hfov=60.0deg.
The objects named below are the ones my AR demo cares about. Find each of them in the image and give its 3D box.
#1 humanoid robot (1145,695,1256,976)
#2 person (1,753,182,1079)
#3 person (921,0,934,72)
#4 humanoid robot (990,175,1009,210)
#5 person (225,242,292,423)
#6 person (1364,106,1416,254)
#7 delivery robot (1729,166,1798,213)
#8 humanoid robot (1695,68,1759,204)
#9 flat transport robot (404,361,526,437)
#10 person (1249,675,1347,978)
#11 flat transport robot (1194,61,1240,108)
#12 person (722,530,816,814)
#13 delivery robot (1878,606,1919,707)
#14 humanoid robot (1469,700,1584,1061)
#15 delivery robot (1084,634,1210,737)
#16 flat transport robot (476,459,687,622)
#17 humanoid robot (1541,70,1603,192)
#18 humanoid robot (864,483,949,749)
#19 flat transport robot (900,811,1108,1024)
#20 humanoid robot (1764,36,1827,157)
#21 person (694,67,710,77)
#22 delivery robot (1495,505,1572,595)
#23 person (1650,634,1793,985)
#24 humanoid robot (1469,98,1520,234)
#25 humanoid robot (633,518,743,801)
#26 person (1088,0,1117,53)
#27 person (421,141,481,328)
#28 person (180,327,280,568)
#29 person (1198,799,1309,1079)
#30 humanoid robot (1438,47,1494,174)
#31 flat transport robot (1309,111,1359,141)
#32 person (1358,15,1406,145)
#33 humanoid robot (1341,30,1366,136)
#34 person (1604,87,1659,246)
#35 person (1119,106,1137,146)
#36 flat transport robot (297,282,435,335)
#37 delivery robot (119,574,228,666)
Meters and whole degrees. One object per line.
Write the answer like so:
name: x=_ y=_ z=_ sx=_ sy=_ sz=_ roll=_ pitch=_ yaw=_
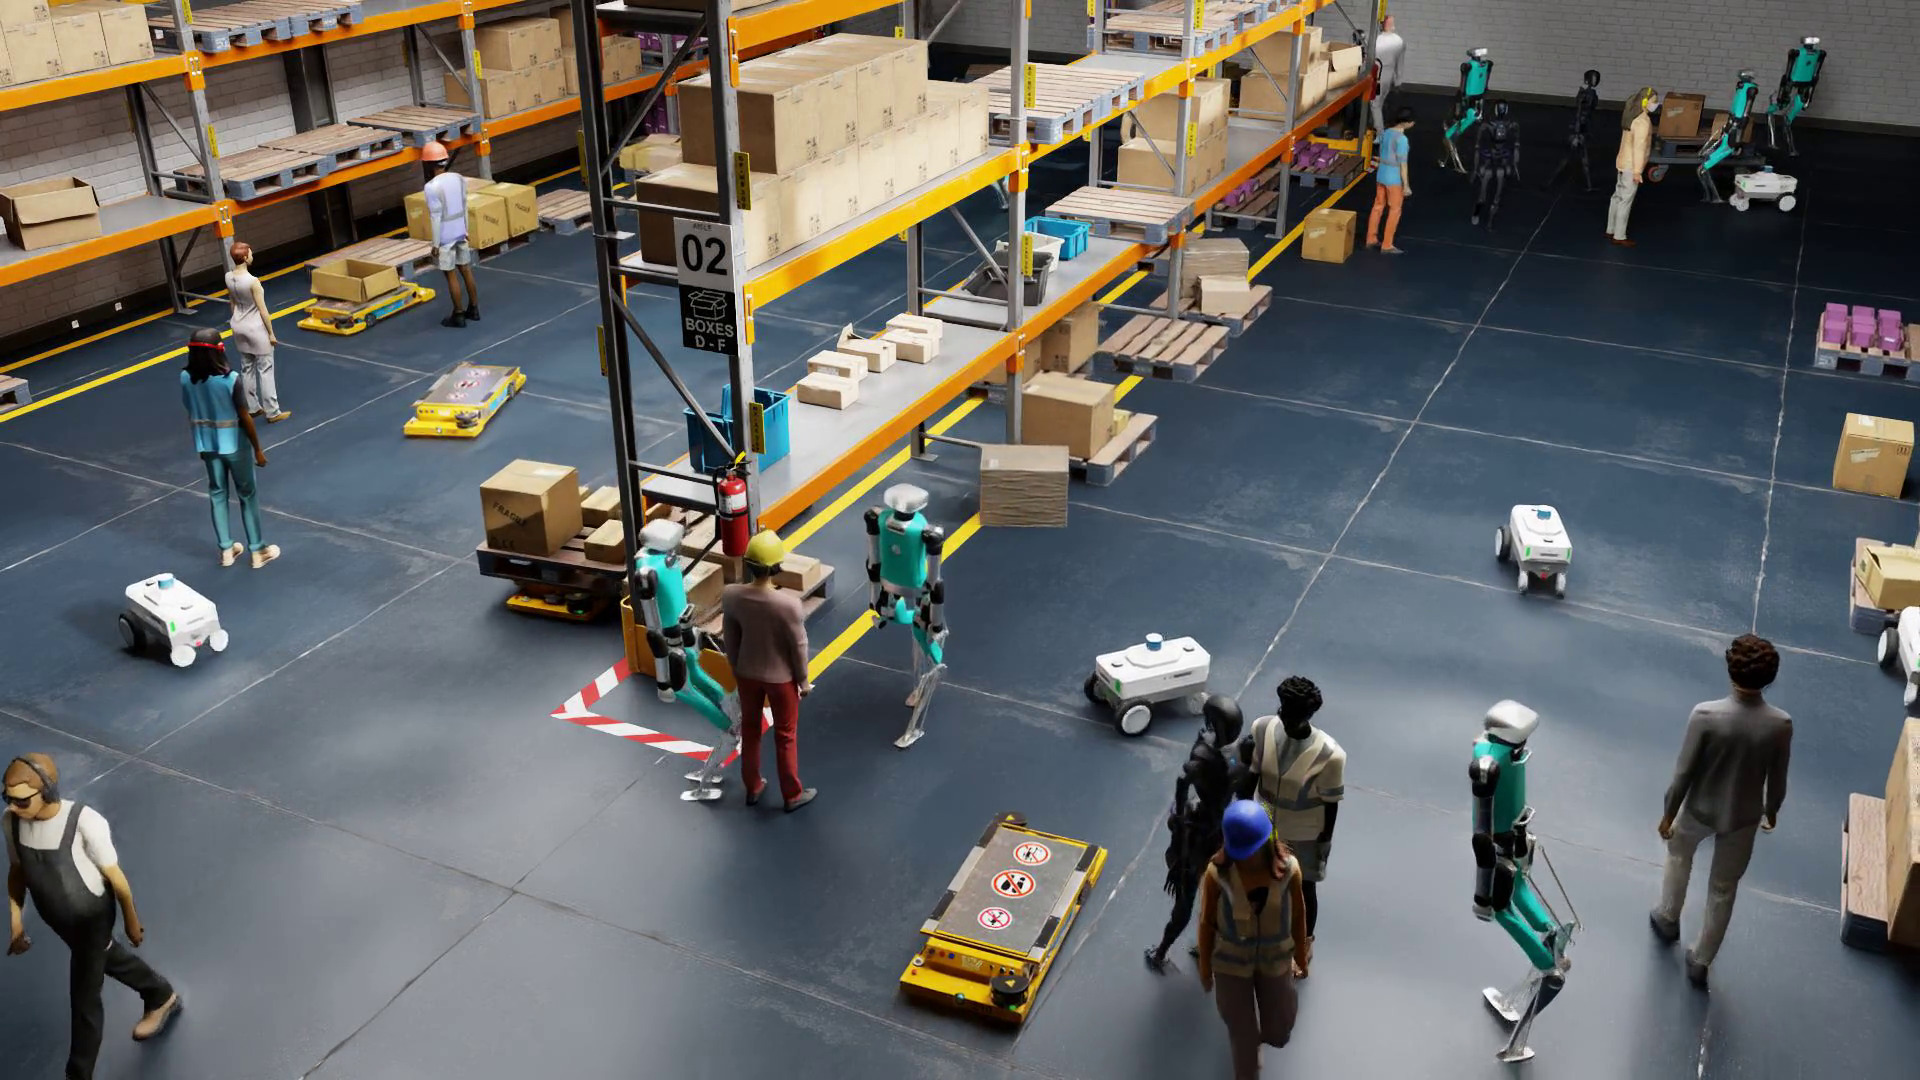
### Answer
humanoid robot: x=1.211 y=1.467 z=8.247 sx=0.591 sy=1.672 sz=0.395 roll=-21 pitch=33 yaw=-35
person: x=-4.044 y=1.730 z=7.569 sx=0.531 sy=1.792 sz=0.982 roll=8 pitch=27 yaw=15
person: x=-0.797 y=-9.409 z=30.063 sx=0.774 sy=1.796 sz=0.505 roll=21 pitch=33 yaw=36
humanoid robot: x=0.600 y=-5.020 z=21.337 sx=0.783 sy=1.835 sz=0.558 roll=-17 pitch=31 yaw=-31
person: x=-6.374 y=-1.873 z=15.002 sx=0.433 sy=1.650 sz=0.284 roll=11 pitch=28 yaw=20
person: x=5.109 y=-4.275 z=19.743 sx=0.325 sy=1.754 sz=0.537 roll=-9 pitch=28 yaw=-17
delivery robot: x=10.501 y=-4.590 z=21.694 sx=0.746 sy=0.565 sz=0.499 roll=1 pitch=26 yaw=3
humanoid robot: x=9.902 y=-5.232 z=21.656 sx=0.679 sy=1.770 sz=0.541 roll=3 pitch=27 yaw=7
flat transport robot: x=-4.576 y=-1.313 z=15.431 sx=0.659 sy=0.231 sz=1.431 roll=2 pitch=26 yaw=5
person: x=1.641 y=1.412 z=8.326 sx=0.535 sy=1.691 sz=0.318 roll=20 pitch=33 yaw=35
flat transport robot: x=3.899 y=-7.275 z=27.474 sx=1.431 sy=0.231 sz=0.659 roll=21 pitch=33 yaw=36
person: x=-1.092 y=0.757 z=9.562 sx=0.531 sy=1.766 sz=0.324 roll=10 pitch=28 yaw=20
delivery robot: x=6.410 y=0.743 z=10.967 sx=0.499 sy=0.606 sz=0.794 roll=9 pitch=28 yaw=17
humanoid robot: x=2.710 y=1.637 z=7.815 sx=0.791 sy=1.787 sz=0.555 roll=17 pitch=31 yaw=30
delivery robot: x=1.215 y=0.880 z=10.661 sx=0.753 sy=0.579 sz=0.499 roll=-10 pitch=28 yaw=-20
flat transport robot: x=-2.734 y=0.174 z=12.427 sx=0.659 sy=0.231 sz=1.431 roll=8 pitch=27 yaw=16
humanoid robot: x=8.314 y=-5.467 z=22.291 sx=0.791 sy=1.623 sz=0.591 roll=18 pitch=32 yaw=32
humanoid robot: x=-0.206 y=0.373 z=10.397 sx=0.572 sy=1.776 sz=0.877 roll=14 pitch=30 yaw=26
flat transport robot: x=0.263 y=1.961 z=8.817 sx=0.659 sy=0.231 sz=1.431 roll=10 pitch=28 yaw=19
humanoid robot: x=12.036 y=-6.421 z=24.100 sx=0.551 sy=1.759 sz=0.963 roll=-1 pitch=26 yaw=-3
person: x=-3.311 y=-5.184 z=21.501 sx=0.757 sy=1.814 sz=0.609 roll=-3 pitch=27 yaw=-6
delivery robot: x=4.315 y=0.021 z=12.399 sx=0.499 sy=0.582 sz=0.773 roll=4 pitch=27 yaw=7
person: x=3.807 y=1.296 z=8.340 sx=0.578 sy=1.874 sz=0.713 roll=7 pitch=27 yaw=14
humanoid robot: x=6.615 y=-4.637 z=20.565 sx=0.615 sy=1.646 sz=0.399 roll=0 pitch=26 yaw=1
humanoid robot: x=-1.478 y=0.718 z=9.643 sx=0.719 sy=1.767 sz=0.534 roll=4 pitch=27 yaw=8
person: x=2.499 y=-9.050 z=29.201 sx=0.528 sy=1.924 sz=0.427 roll=17 pitch=31 yaw=31
person: x=-5.337 y=-3.176 z=17.317 sx=0.376 sy=1.932 sz=0.550 roll=11 pitch=29 yaw=22
person: x=-5.436 y=-0.670 z=12.342 sx=0.516 sy=1.860 sz=0.373 roll=4 pitch=27 yaw=8
person: x=1.293 y=1.849 z=7.375 sx=0.511 sy=1.739 sz=0.497 roll=-2 pitch=26 yaw=-3
humanoid robot: x=6.946 y=-5.997 z=23.311 sx=0.531 sy=1.860 sz=0.814 roll=-14 pitch=30 yaw=-26
flat transport robot: x=5.217 y=-6.002 z=24.903 sx=1.431 sy=0.231 sz=0.659 roll=7 pitch=27 yaw=13
person: x=6.297 y=-6.916 z=24.963 sx=0.644 sy=1.858 sz=0.971 roll=-7 pitch=27 yaw=-14
humanoid robot: x=5.860 y=-6.830 z=24.993 sx=0.584 sy=1.639 sz=0.406 roll=-18 pitch=32 yaw=-33
person: x=8.098 y=-4.515 z=20.092 sx=0.394 sy=1.875 sz=0.553 roll=2 pitch=26 yaw=4
person: x=2.472 y=-6.057 z=23.358 sx=0.554 sy=1.728 sz=0.464 roll=10 pitch=28 yaw=19
flat transport robot: x=-6.378 y=-2.531 z=17.890 sx=0.659 sy=0.231 sz=1.431 roll=10 pitch=28 yaw=20
delivery robot: x=-5.403 y=0.506 z=11.422 sx=0.743 sy=0.585 sz=0.510 roll=21 pitch=34 yaw=37
